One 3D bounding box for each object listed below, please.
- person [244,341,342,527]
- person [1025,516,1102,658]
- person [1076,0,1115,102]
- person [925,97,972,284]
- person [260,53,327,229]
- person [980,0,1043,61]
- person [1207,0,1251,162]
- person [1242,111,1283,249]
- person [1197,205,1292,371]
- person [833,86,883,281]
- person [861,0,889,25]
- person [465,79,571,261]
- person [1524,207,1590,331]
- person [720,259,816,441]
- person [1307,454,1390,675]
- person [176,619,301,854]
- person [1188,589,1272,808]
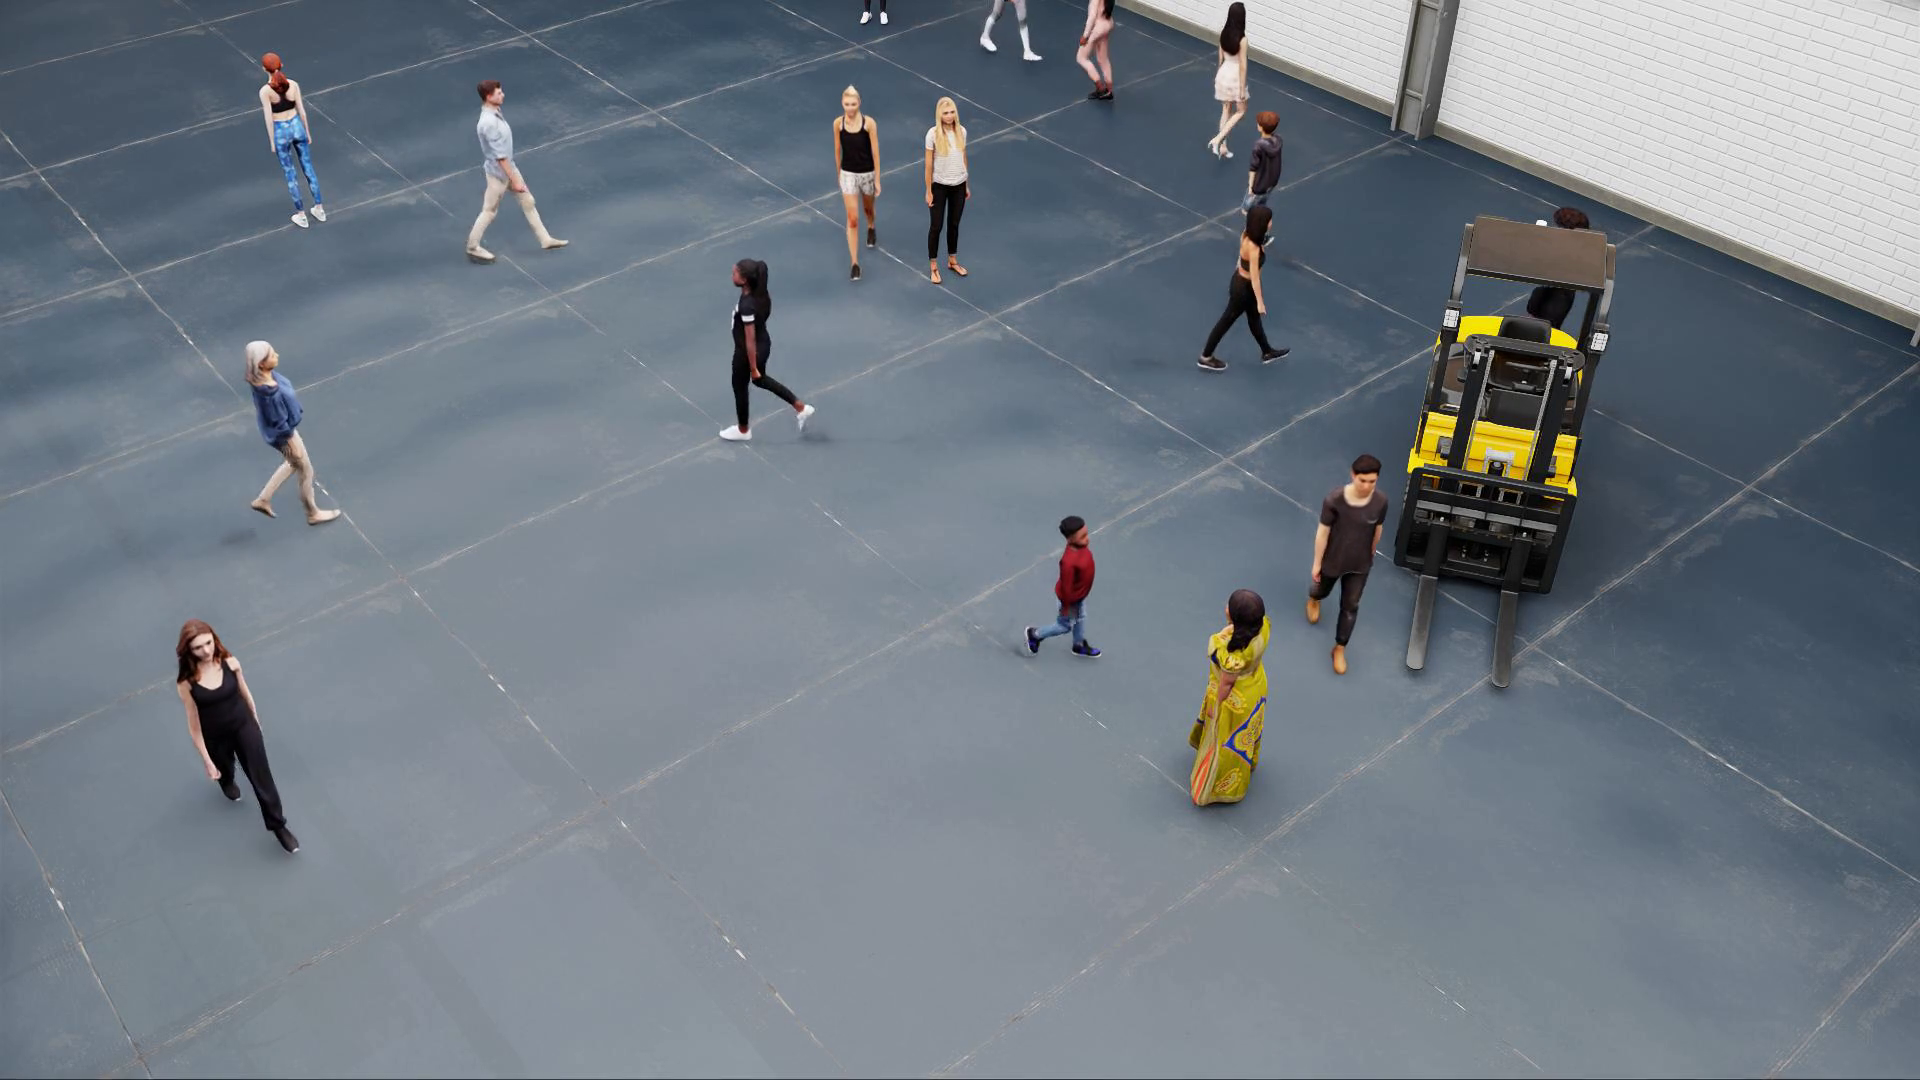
[{"bbox_3d":[-5.230,-0.771,12.674,0.752,1.682,0.824,-20,43,-24],"label":"person"},{"bbox_3d":[0.726,0.341,11.624,0.843,1.243,0.722,11,40,14],"label":"person"},{"bbox_3d":[1.641,-5.745,18.877,0.785,1.702,0.756,18,42,21],"label":"person"},{"bbox_3d":[-0.128,-3.330,15.754,0.657,1.826,0.589,-19,42,-22],"label":"person"},{"bbox_3d":[-6.692,-4.003,16.636,0.557,1.787,0.564,-30,47,-32],"label":"person"},{"bbox_3d":[0.523,-6.627,20.021,1.194,1.653,0.672,30,47,32],"label":"person"},{"bbox_3d":[2.829,-4.845,17.730,0.688,1.727,0.624,-24,44,-27],"label":"person"},{"bbox_3d":[2.991,-3.477,16.253,0.552,1.433,0.715,-25,45,-28],"label":"person"},{"bbox_3d":[2.376,-2.163,14.470,1.072,1.604,1.022,2,39,3],"label":"person"},{"bbox_3d":[-0.955,-3.536,16.031,1.147,1.801,1.235,2,39,2],"label":"person"},{"bbox_3d":[-1.078,-7.405,20.870,0.709,1.809,0.765,3,39,3],"label":"person"},{"bbox_3d":[-4.509,-3.503,15.990,1.207,1.801,1.245,-2,39,-3],"label":"person"},{"bbox_3d":[5.103,-1.976,14.108,0.723,1.764,0.687,29,47,31],"label":"person"},{"bbox_3d":[-1.610,-1.529,13.592,1.113,1.709,1.027,4,39,5],"label":"person"},{"bbox_3d":[2.665,0.060,11.614,1.040,1.694,1.120,2,39,3],"label":"person"},{"bbox_3d":[-4.556,1.150,10.235,0.591,1.712,1.120,-29,47,-31],"label":"person"},{"bbox_3d":[1.740,0.961,10.522,0.917,1.661,0.955,21,43,24],"label":"person"}]
